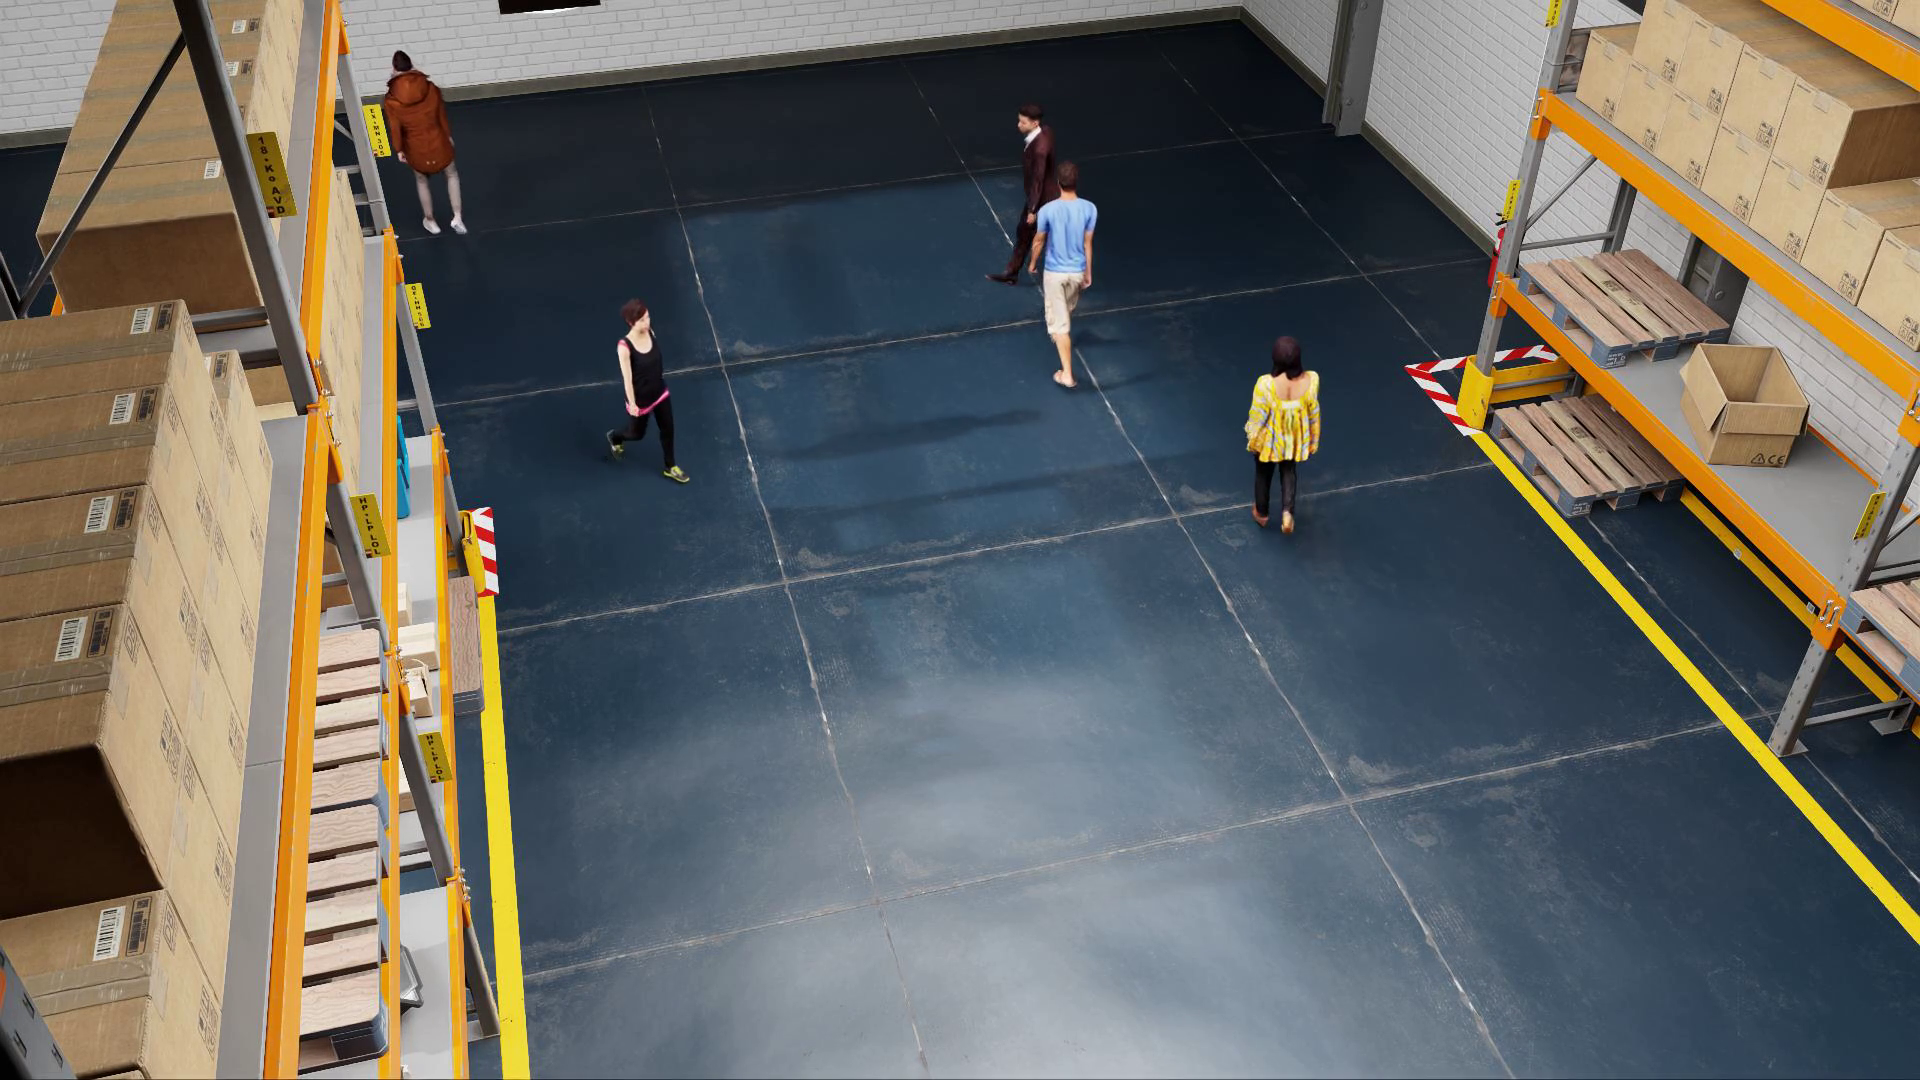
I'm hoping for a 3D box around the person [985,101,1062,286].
[{"bbox_3d":[0.832,-3.017,14.702,0.911,1.820,1.120,1,39,1],"label":"person"}]

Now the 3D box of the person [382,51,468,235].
[{"bbox_3d":[-4.948,-3.647,15.487,0.820,1.826,0.966,-17,42,-20],"label":"person"}]

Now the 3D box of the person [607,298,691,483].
[{"bbox_3d":[-2.434,-1.132,12.572,0.991,1.533,0.892,22,44,26],"label":"person"}]

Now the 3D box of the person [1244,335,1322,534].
[{"bbox_3d":[2.316,-0.692,11.933,0.761,1.642,0.863,-4,39,-5],"label":"person"}]

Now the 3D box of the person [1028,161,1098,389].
[{"bbox_3d":[0.878,-2.118,13.589,0.734,1.803,1.276,-8,39,-10],"label":"person"}]
